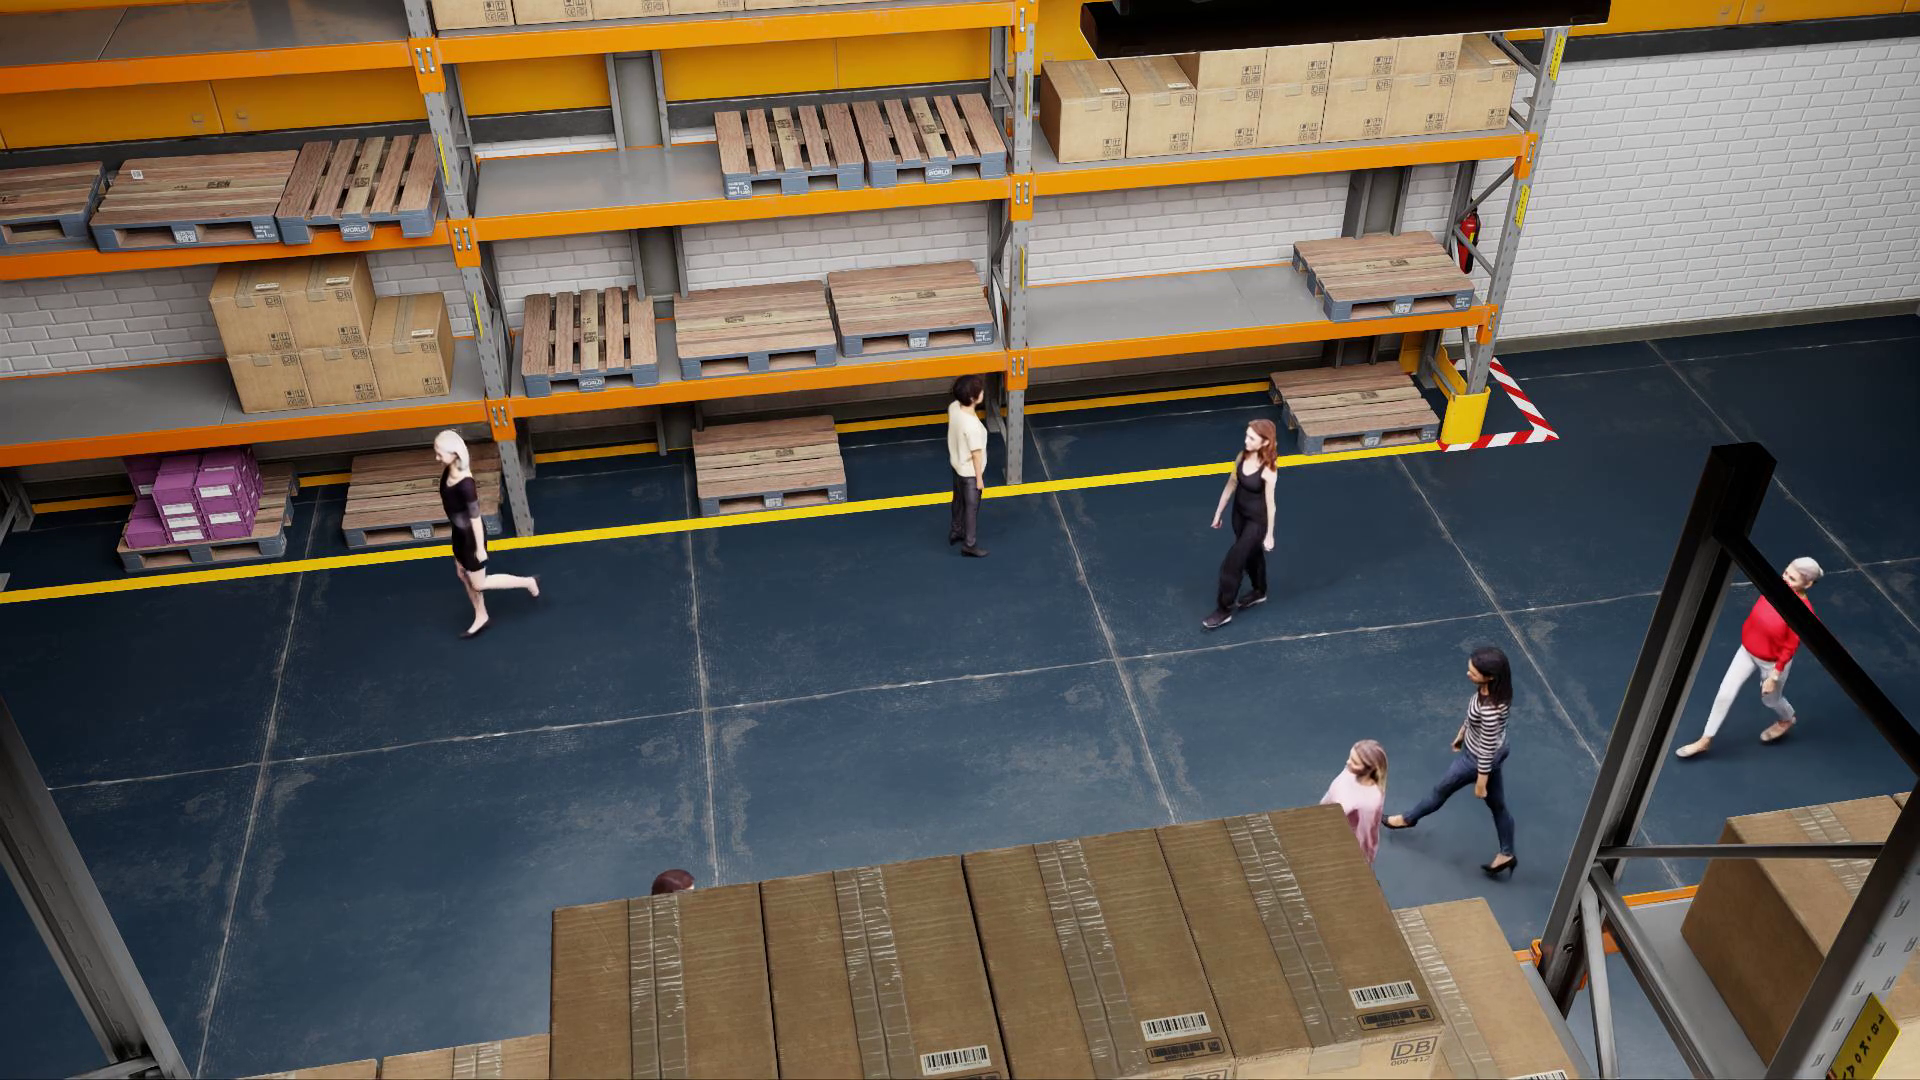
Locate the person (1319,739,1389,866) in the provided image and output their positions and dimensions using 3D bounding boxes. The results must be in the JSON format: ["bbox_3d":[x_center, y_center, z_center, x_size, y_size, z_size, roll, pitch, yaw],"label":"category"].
[{"bbox_3d":[2.377,1.779,9.733,1.086,1.649,0.762,2,39,3],"label":"person"}]

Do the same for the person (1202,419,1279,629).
[{"bbox_3d":[2.202,-0.174,12.119,0.963,1.723,0.796,-19,42,-22],"label":"person"}]

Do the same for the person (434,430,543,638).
[{"bbox_3d":[-3.407,-0.044,11.885,1.007,1.811,0.831,-21,43,-25],"label":"person"}]

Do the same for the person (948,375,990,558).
[{"bbox_3d":[0.057,-0.568,12.720,0.575,1.588,0.644,-18,42,-21],"label":"person"}]

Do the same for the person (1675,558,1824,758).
[{"bbox_3d":[5.390,0.787,10.969,1.143,1.657,0.656,-11,40,-14],"label":"person"}]

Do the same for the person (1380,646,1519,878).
[{"bbox_3d":[3.272,1.391,10.155,1.194,1.728,1.021,14,41,17],"label":"person"}]
